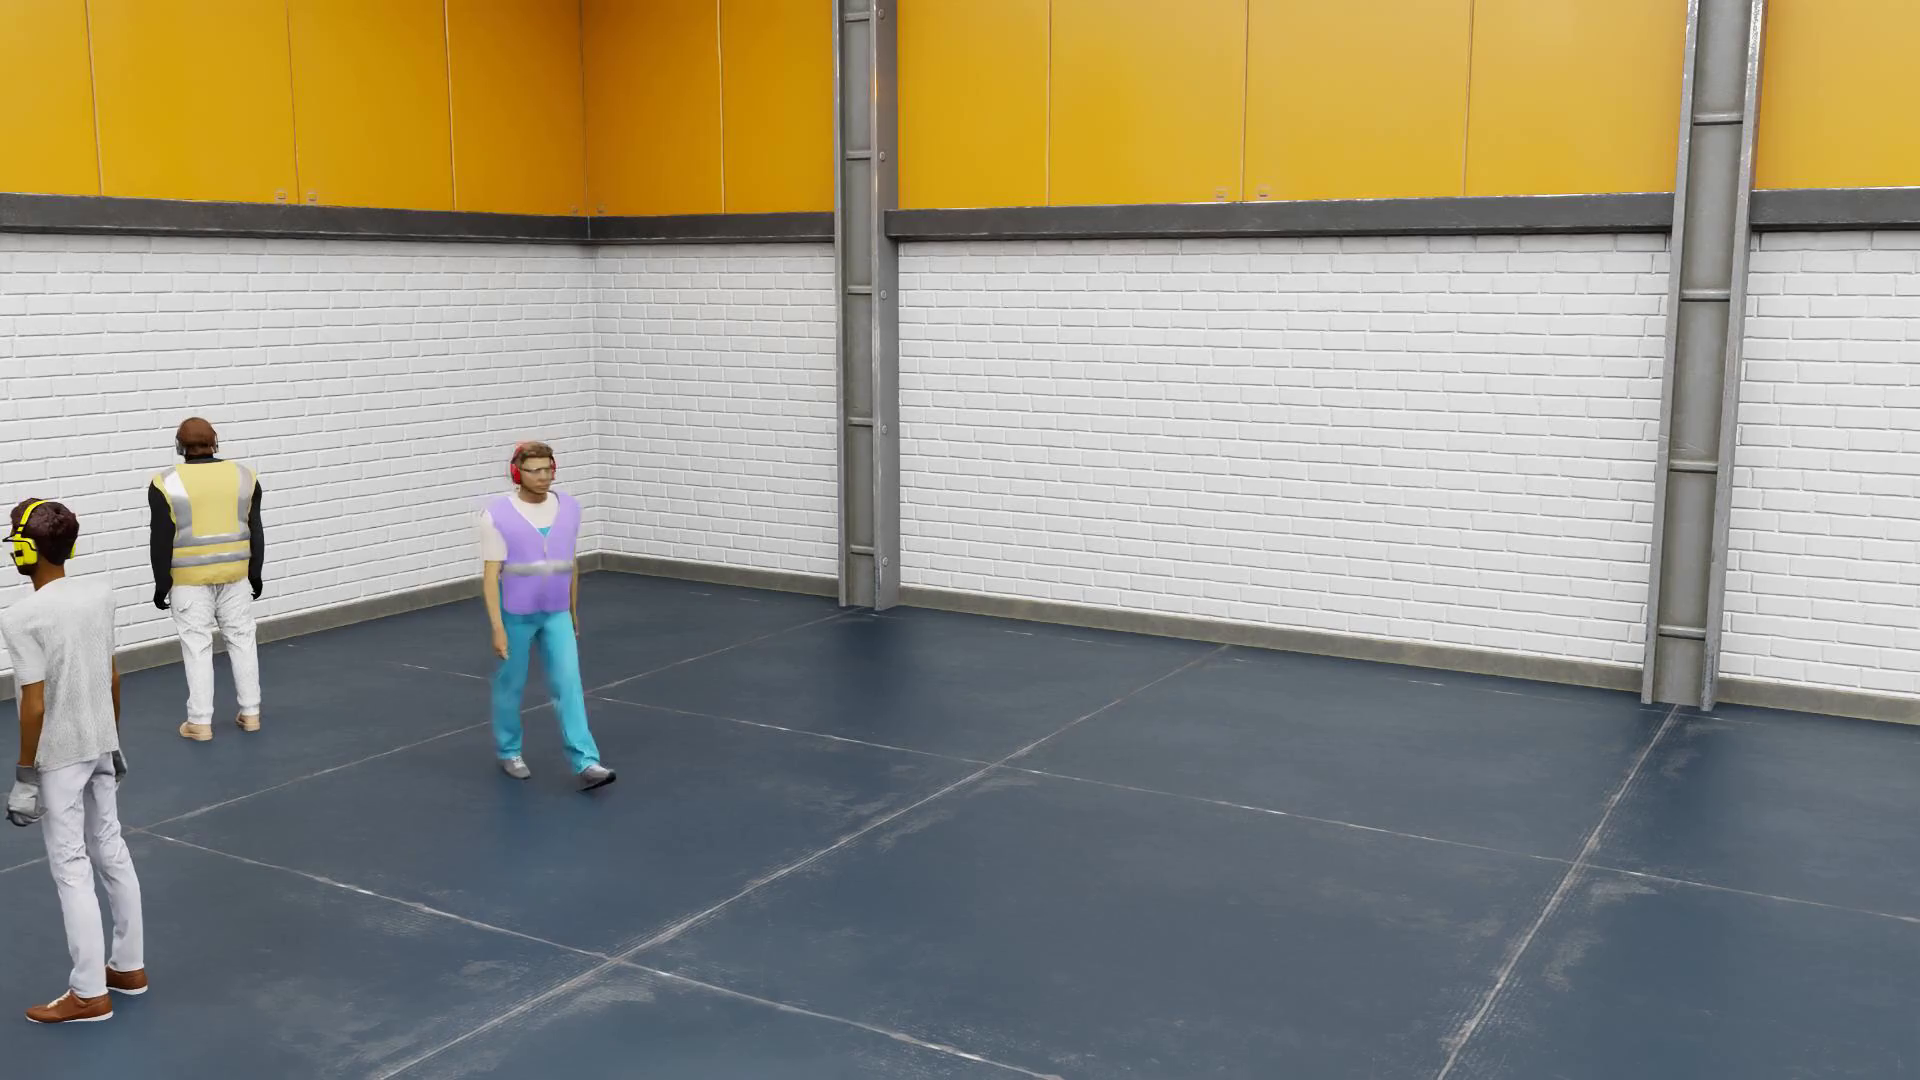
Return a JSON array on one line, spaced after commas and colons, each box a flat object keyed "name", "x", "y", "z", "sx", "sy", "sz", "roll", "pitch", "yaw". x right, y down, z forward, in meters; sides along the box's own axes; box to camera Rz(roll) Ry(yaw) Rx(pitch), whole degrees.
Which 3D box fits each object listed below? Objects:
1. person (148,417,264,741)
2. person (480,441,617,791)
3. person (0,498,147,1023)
[{"name": "person", "x": -4.297, "y": 0.216, "z": 9.503, "sx": 0.429, "sy": 1.839, "sz": 0.633, "roll": 9, "pitch": 13, "yaw": 44}, {"name": "person", "x": -2.141, "y": 0.398, "z": 8.501, "sx": 0.585, "sy": 1.793, "sz": 0.963, "roll": -8, "pitch": 12, "yaw": -40}, {"name": "person", "x": -3.163, "y": 0.780, "z": 5.885, "sx": 0.331, "sy": 1.872, "sz": 0.513, "roll": 2, "pitch": 9, "yaw": 10}]
